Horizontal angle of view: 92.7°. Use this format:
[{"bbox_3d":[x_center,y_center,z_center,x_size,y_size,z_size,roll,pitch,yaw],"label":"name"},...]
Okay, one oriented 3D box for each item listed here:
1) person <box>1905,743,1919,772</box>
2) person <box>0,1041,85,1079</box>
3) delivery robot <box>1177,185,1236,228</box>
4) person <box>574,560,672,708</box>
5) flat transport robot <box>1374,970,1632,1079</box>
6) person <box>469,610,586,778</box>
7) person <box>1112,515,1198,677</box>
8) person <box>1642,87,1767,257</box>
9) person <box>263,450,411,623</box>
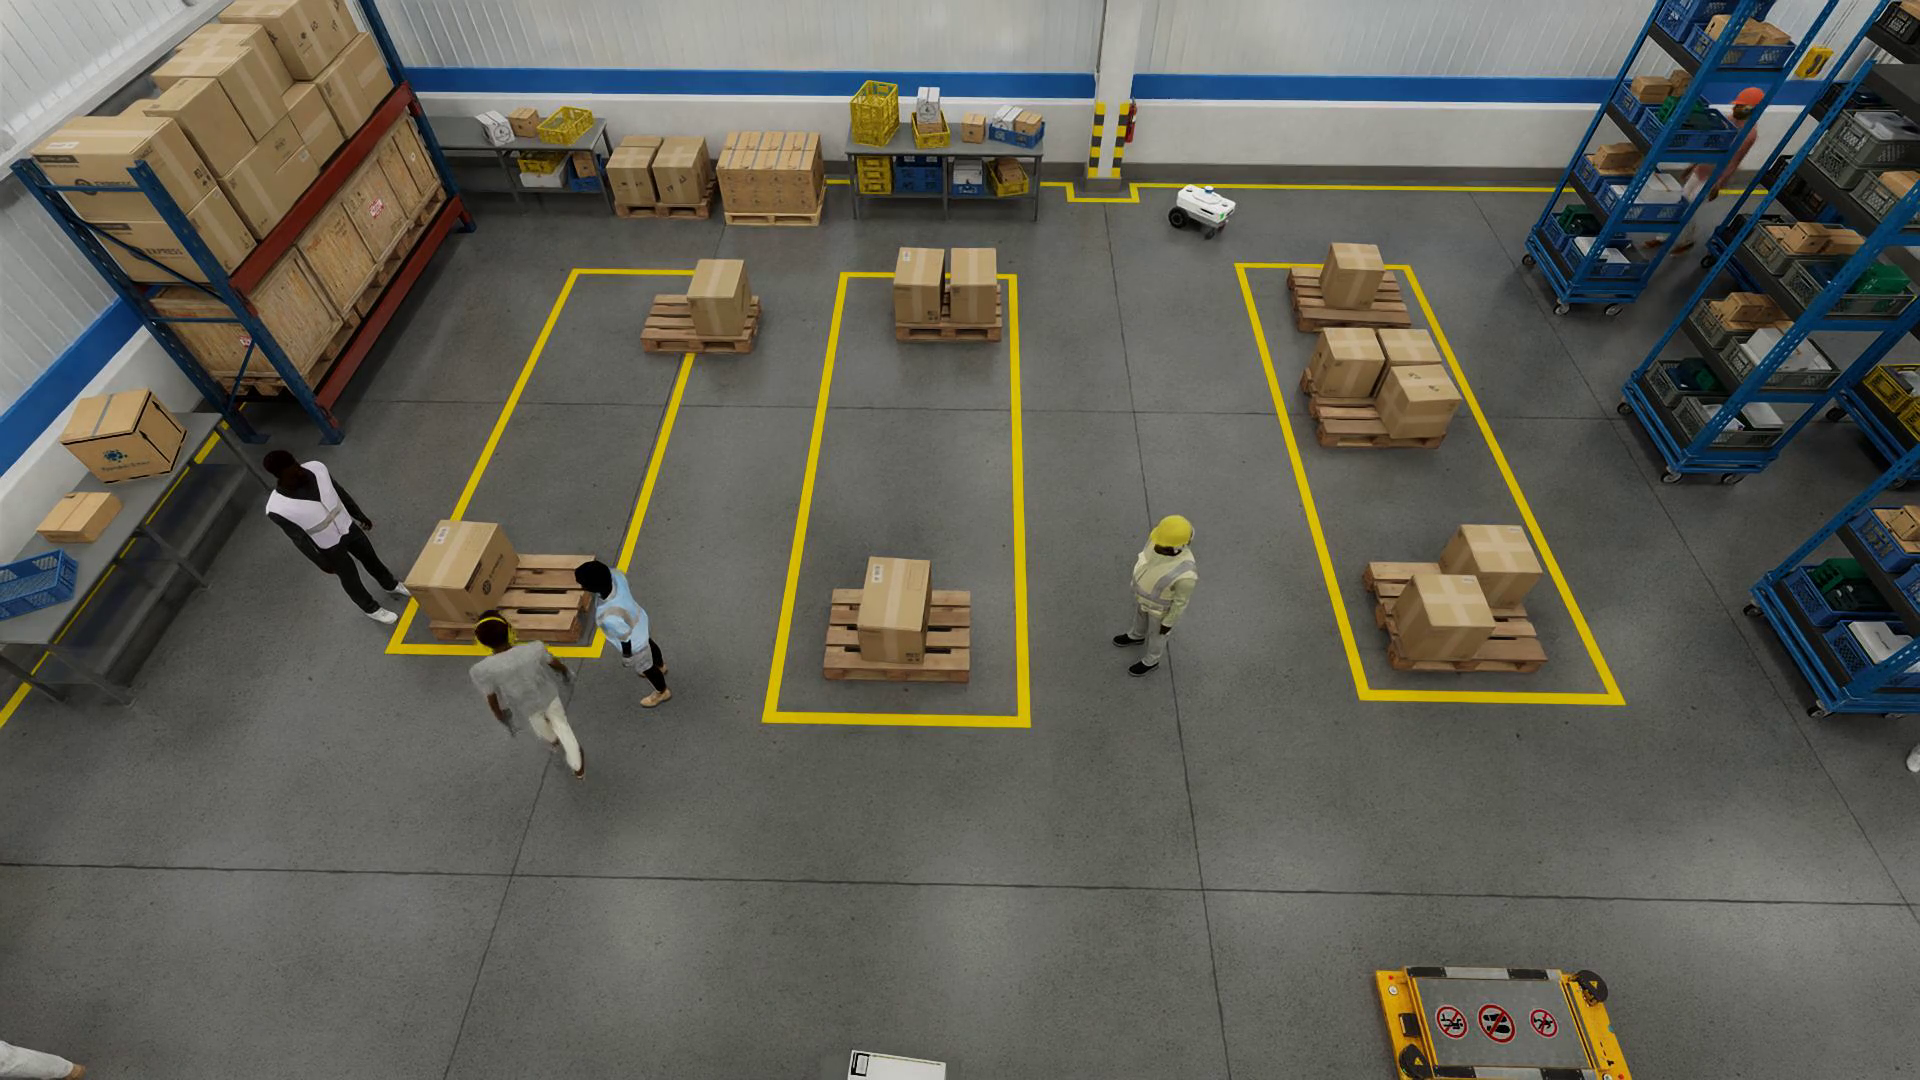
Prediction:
[{"bbox_3d":[7.622,1.303,6.541,0.521,1.628,0.318,27,56,20],"label":"person"},{"bbox_3d":[-5.715,2.958,5.052,0.429,1.839,0.634,-6,51,-5],"label":"person"},{"bbox_3d":[3.139,-4.286,11.721,0.707,0.478,0.477,34,58,24],"label":"delivery robot"},{"bbox_3d":[-2.527,0.706,6.981,0.321,1.692,0.529,-11,52,-9],"label":"person"},{"bbox_3d":[3.501,3.133,5.914,1.431,0.197,0.652,1,51,1],"label":"flat transport robot"},{"bbox_3d":[-3.077,1.040,6.614,0.526,1.844,0.721,-21,54,-16],"label":"person"},{"bbox_3d":[1.520,0.424,7.120,0.403,1.835,0.589,-12,52,-10],"label":"person"},{"bbox_3d":[8.920,-4.343,10.925,0.416,1.970,0.634,4,51,3],"label":"person"},{"bbox_3d":[-5.088,-0.038,7.451,0.384,1.910,0.592,8,51,7],"label":"person"}]
